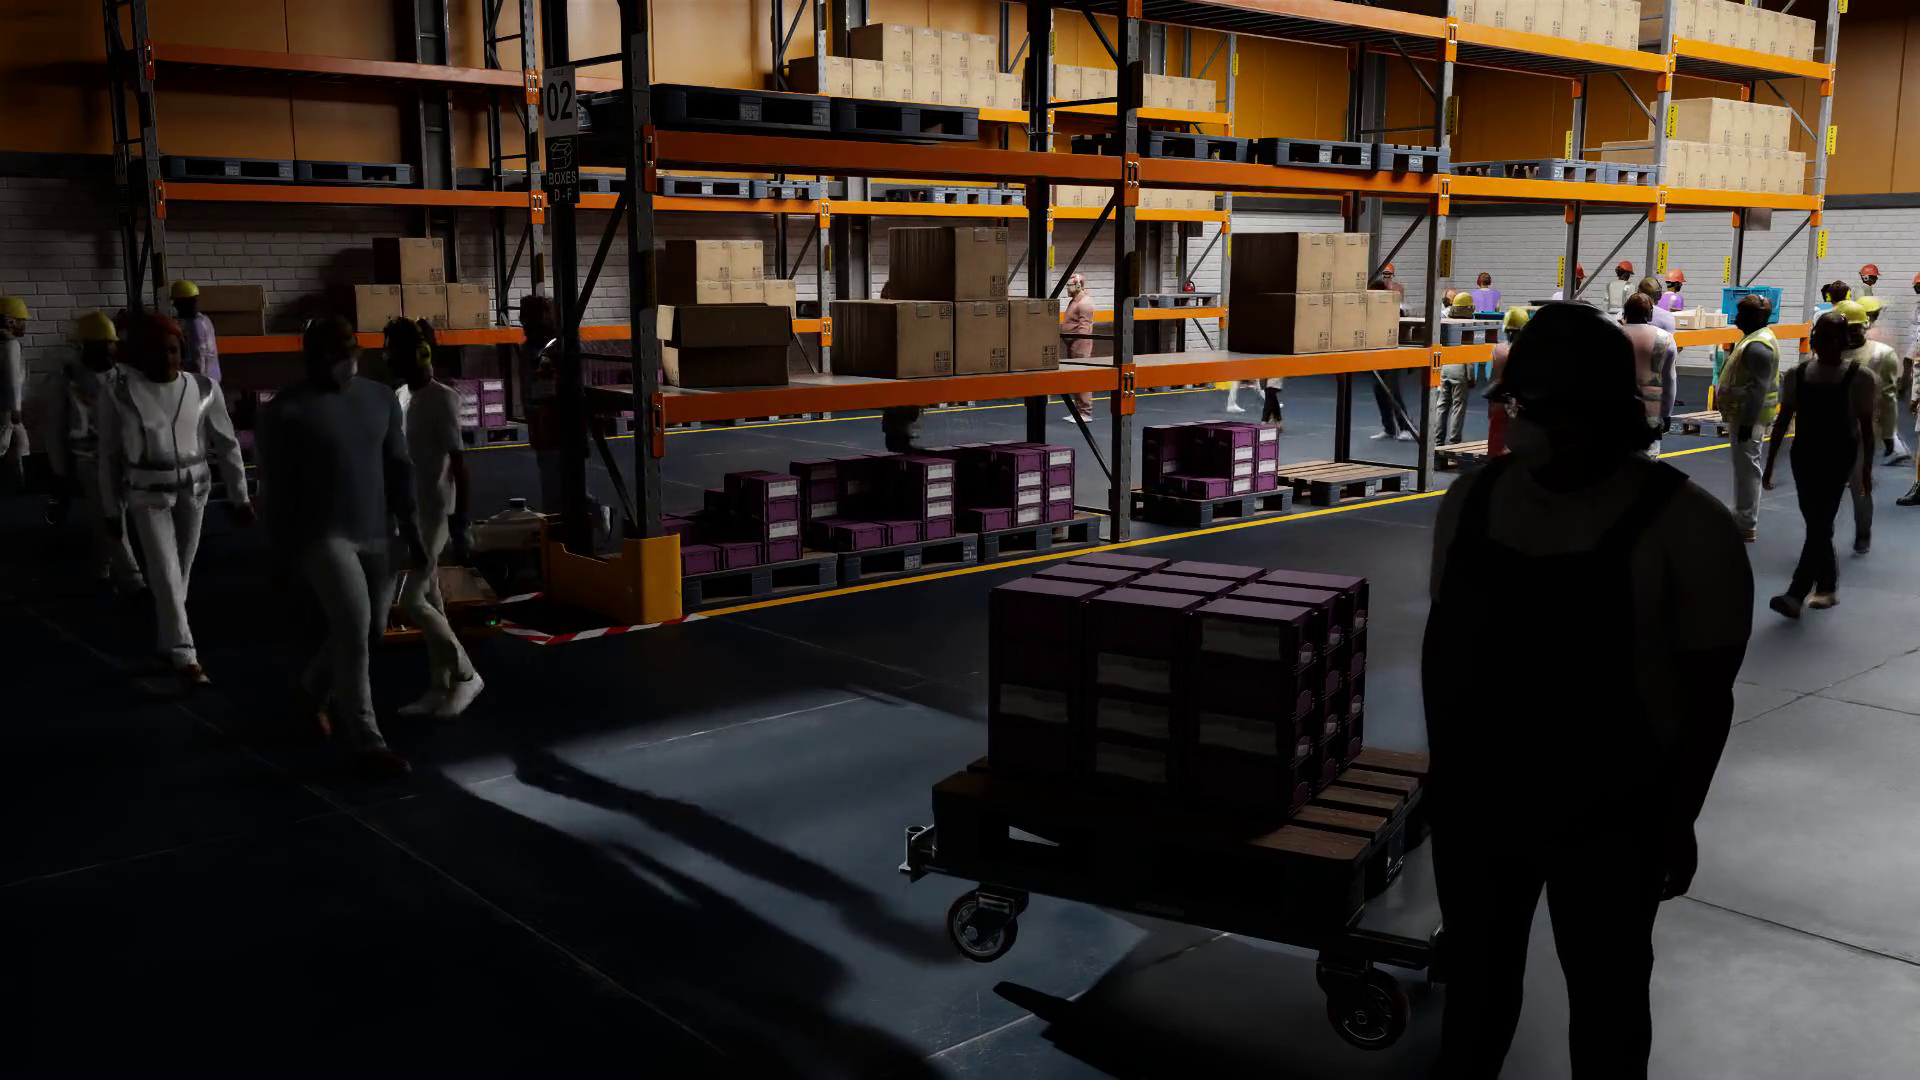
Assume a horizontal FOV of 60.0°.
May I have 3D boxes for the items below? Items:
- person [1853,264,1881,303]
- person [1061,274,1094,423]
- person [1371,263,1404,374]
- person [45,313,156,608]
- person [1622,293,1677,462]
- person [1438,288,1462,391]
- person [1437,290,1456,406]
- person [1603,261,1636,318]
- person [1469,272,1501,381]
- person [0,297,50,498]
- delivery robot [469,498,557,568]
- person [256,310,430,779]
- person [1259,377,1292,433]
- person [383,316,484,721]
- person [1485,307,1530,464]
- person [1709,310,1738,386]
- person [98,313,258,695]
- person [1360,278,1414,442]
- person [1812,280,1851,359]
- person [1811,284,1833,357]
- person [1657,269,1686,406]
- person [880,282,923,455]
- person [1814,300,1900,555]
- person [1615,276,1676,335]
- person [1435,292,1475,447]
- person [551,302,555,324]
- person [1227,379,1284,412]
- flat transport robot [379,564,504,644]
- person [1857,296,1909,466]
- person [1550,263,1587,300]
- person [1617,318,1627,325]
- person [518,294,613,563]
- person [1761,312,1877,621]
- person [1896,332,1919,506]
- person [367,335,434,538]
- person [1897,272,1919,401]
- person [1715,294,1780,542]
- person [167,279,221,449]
[{"bbox_3d":[14.415,-3.392,26.531,0.381,1.994,0.622,7,12,34],"label":"person"},{"bbox_3d":[1.486,-2.448,21.288,0.398,1.901,0.645,-2,10,-10],"label":"person"},{"bbox_3d":[7.629,-3.950,29.795,0.622,1.993,0.382,2,10,10],"label":"person"},{"bbox_3d":[-5.193,-0.491,10.173,0.919,1.783,0.612,6,11,32],"label":"person"},{"bbox_3d":[5.238,-0.999,12.972,0.629,1.843,0.429,4,11,23],"label":"person"},{"bbox_3d":[7.791,-3.148,26.229,0.622,1.607,0.424,-5,11,-29],"label":"person"},{"bbox_3d":[6.949,-2.721,23.647,0.514,1.640,0.310,-8,13,-39],"label":"person"},{"bbox_3d":[11.439,-3.798,28.799,0.400,2.033,0.605,-6,11,-31],"label":"person"},{"bbox_3d":[8.871,-3.609,28.227,0.564,1.850,0.390,-1,10,-4],"label":"person"},{"bbox_3d":[-8.369,-1.205,14.362,0.616,1.788,0.834,9,13,44],"label":"person"},{"bbox_3d":[-2.853,-0.028,10.772,0.707,0.478,0.477,-6,11,-32],"label":"delivery robot"},{"bbox_3d":[-2.608,-0.003,6.945,0.871,1.910,0.626,6,12,33],"label":"person"},{"bbox_3d":[3.684,-2.059,19.737,0.543,1.649,0.887,8,12,38],"label":"person"},{"bbox_3d":[-2.477,-0.094,7.625,0.373,1.853,0.531,-8,13,-39],"label":"person"},{"bbox_3d":[4.635,-1.095,13.940,0.912,1.699,0.568,-8,13,-40],"label":"person"},{"bbox_3d":[10.318,-2.536,22.307,0.522,1.724,0.895,3,10,18],"label":"person"},{"bbox_3d":[-3.822,-0.178,8.147,0.951,1.834,0.605,9,13,43],"label":"person"},{"bbox_3d":[4.905,-2.075,19.178,0.448,1.873,0.629,-5,11,-27],"label":"person"},{"bbox_3d":[9.331,-1.832,17.782,0.514,1.865,0.327,1,10,7],"label":"person"},{"bbox_3d":[13.279,-3.073,25.529,0.535,1.700,0.318,2,10,10],"label":"person"},{"bbox_3d":[10.093,-2.872,23.650,0.362,1.939,0.542,-3,10,-16],"label":"person"},{"bbox_3d":[-0.423,-1.206,13.957,0.581,1.916,0.561,-6,12,-33],"label":"person"},{"bbox_3d":[6.234,-0.772,11.708,0.473,1.817,0.614,-8,12,-38],"label":"person"},{"bbox_3d":[6.456,-1.518,15.727,0.356,1.937,0.638,-7,12,-34],"label":"person"},{"bbox_3d":[5.348,-1.782,17.855,0.315,1.741,0.487,-5,11,-27],"label":"person"},{"bbox_3d":[-4.490,-1.790,18.234,0.498,1.629,0.276,9,13,42],"label":"person"},{"bbox_3d":[4.020,-2.525,22.591,0.816,1.589,0.524,0,10,1],"label":"person"},{"bbox_3d":[-3.089,0.348,9.675,0.652,0.197,1.431,-4,10,-22],"label":"flat transport robot"},{"bbox_3d":[9.205,-1.599,16.832,0.839,1.743,0.526,7,12,37],"label":"person"},{"bbox_3d":[7.509,-2.396,20.560,0.373,2.044,0.606,-2,10,-14],"label":"person"},{"bbox_3d":[5.390,-0.986,13.486,0.307,1.641,0.513,-1,10,-7],"label":"person"},{"bbox_3d":[-2.787,-0.799,11.743,0.791,1.871,0.686,-9,13,-43],"label":"person"},{"bbox_3d":[5.031,-0.436,9.800,0.952,1.791,0.535,-8,12,-38],"label":"person"},{"bbox_3d":[8.252,-1.216,13.977,0.376,1.932,0.543,-5,11,-29],"label":"person"},{"bbox_3d":[-4.197,-0.829,12.573,0.500,1.636,0.280,-1,10,-6],"label":"person"},{"bbox_3d":[14.101,-2.978,24.369,0.855,1.911,0.556,5,11,27],"label":"person"},{"bbox_3d":[5.865,-0.907,12.434,0.429,1.843,0.633,4,10,21],"label":"person"},{"bbox_3d":[-7.265,-1.516,15.807,0.474,1.919,0.616,-4,11,-23],"label":"person"}]
